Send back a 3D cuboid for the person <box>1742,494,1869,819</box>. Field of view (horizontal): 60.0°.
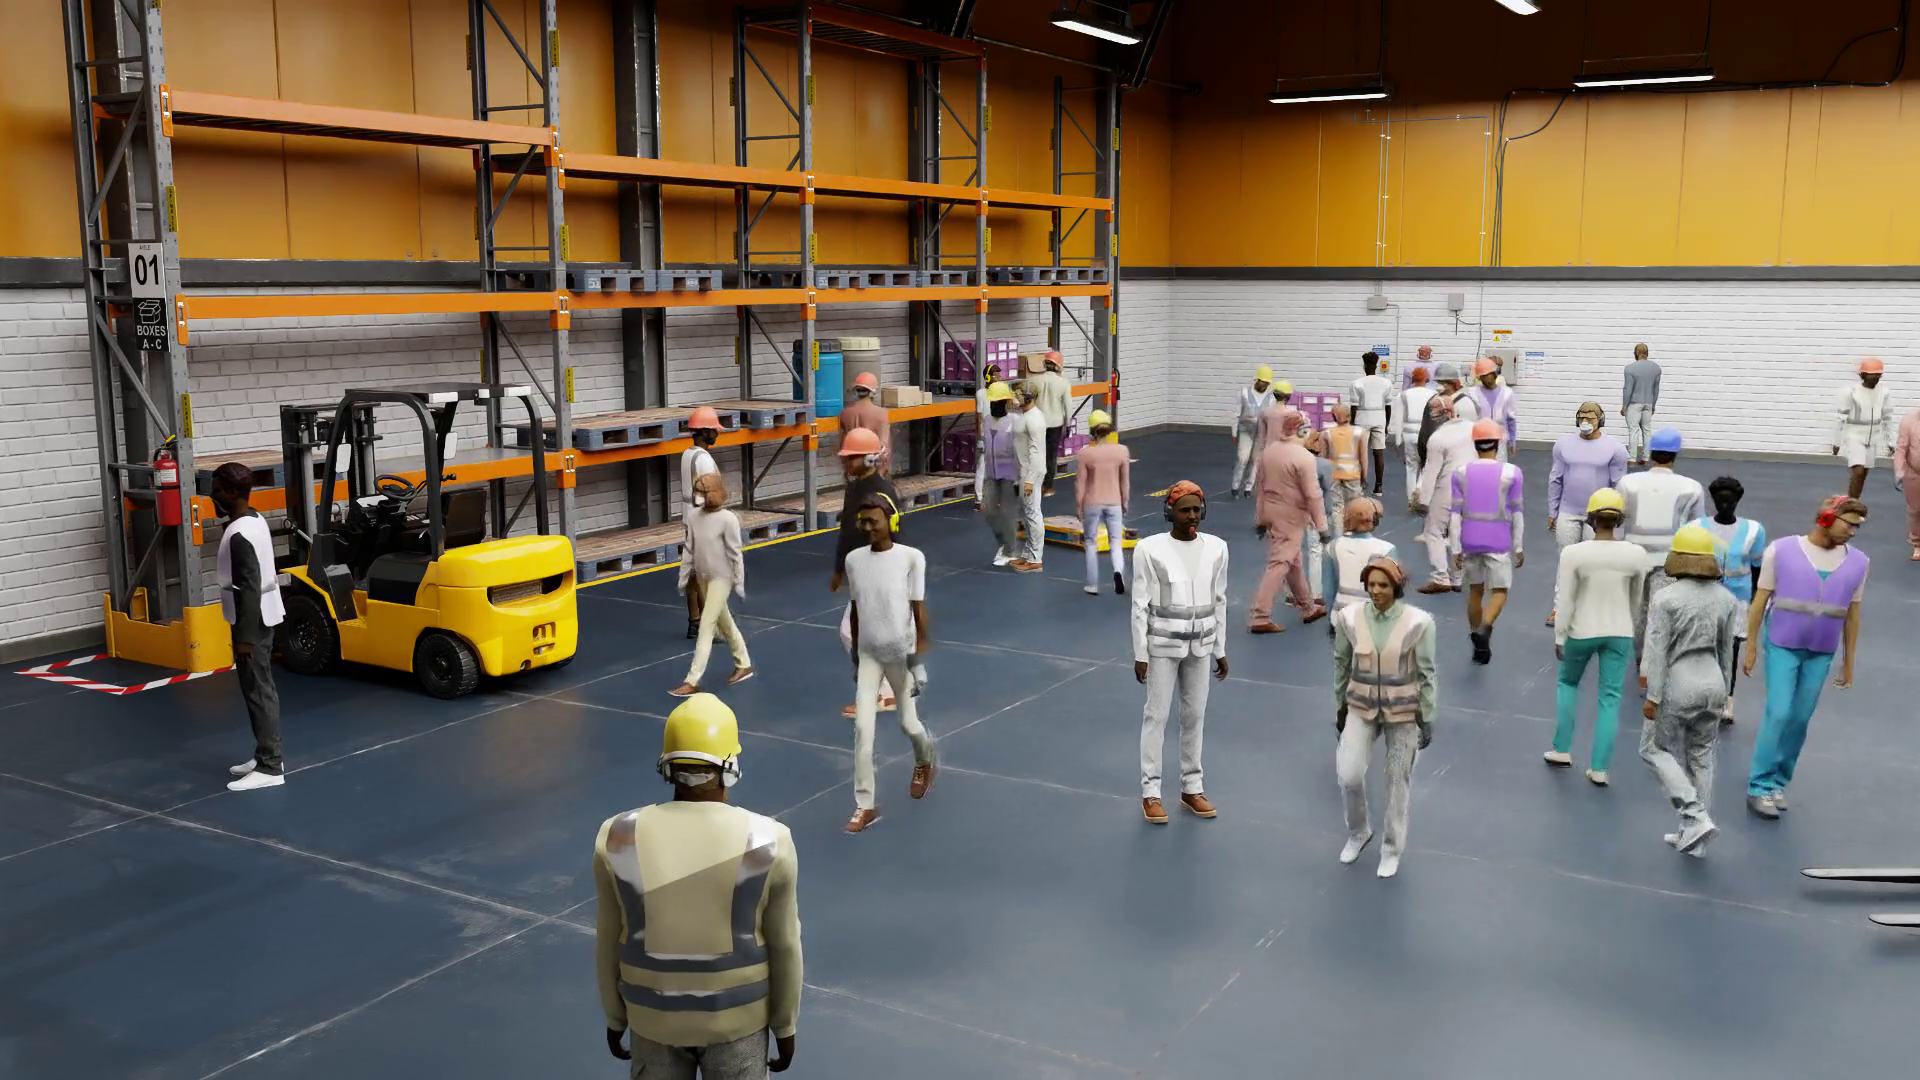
[{"bbox_3d":[4.687,0.650,9.184,0.621,1.809,0.654,1,9,4],"label":"person"}]

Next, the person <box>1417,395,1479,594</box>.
[{"bbox_3d":[4.607,-0.417,15.657,0.691,1.887,0.437,-5,10,-28],"label":"person"}]

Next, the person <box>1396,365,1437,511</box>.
[{"bbox_3d":[5.750,-1.258,20.889,0.583,1.871,0.711,4,10,26],"label":"person"}]

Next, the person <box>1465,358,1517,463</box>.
[{"bbox_3d":[6.416,-1.216,20.182,0.640,2.009,0.677,1,9,8],"label":"person"}]

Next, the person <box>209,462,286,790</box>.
[{"bbox_3d":[-4.159,0.497,9.758,0.375,1.917,0.598,-3,10,-19],"label":"person"}]

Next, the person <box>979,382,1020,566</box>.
[{"bbox_3d":[0.418,-0.671,17.069,0.605,1.905,0.433,9,12,43],"label":"person"}]

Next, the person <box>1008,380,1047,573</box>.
[{"bbox_3d":[0.688,-0.640,16.790,0.372,1.940,0.627,-1,9,-4],"label":"person"}]

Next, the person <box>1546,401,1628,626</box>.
[{"bbox_3d":[5.294,-0.209,14.100,0.630,1.940,0.373,6,11,33],"label":"person"}]

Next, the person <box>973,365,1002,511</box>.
[{"bbox_3d":[0.367,-1.294,21.128,0.334,1.860,0.510,6,11,32],"label":"person"}]

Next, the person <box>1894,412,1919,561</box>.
[{"bbox_3d":[9.954,-0.640,17.099,0.632,1.841,1.032,6,11,34],"label":"person"}]

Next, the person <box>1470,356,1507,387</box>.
[{"bbox_3d":[7.602,-1.714,23.815,0.429,1.837,0.621,-5,10,-29],"label":"person"}]

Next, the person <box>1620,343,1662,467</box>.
[{"bbox_3d":[10.573,-2.097,25.891,0.630,1.938,0.373,-2,9,-15],"label":"person"}]

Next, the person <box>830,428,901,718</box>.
[{"bbox_3d":[-0.688,0.227,11.256,0.600,1.970,0.635,-4,10,-24],"label":"person"}]

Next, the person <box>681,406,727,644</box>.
[{"bbox_3d":[-2.073,-0.122,13.553,0.356,1.939,0.546,-5,10,-28],"label":"person"}]

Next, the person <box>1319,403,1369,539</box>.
[{"bbox_3d":[4.144,-0.671,17.947,0.544,1.617,0.357,4,10,21],"label":"person"}]

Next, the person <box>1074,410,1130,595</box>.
[{"bbox_3d":[1.323,-0.331,15.411,0.543,1.749,0.573,-1,9,-8],"label":"person"}]

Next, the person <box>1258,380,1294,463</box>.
[{"bbox_3d":[3.755,-1.020,19.707,0.439,1.752,0.546,-9,13,-44],"label":"person"}]

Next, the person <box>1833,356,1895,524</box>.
[{"bbox_3d":[10.885,-1.188,19.940,0.624,2.011,0.776,-1,9,-5],"label":"person"}]

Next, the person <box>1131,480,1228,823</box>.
[{"bbox_3d":[1.215,0.611,9.158,0.575,1.882,0.355,-3,10,-19],"label":"person"}]

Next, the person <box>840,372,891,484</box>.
[{"bbox_3d":[-0.974,-0.764,17.426,0.659,1.976,0.447,5,10,28],"label":"person"}]

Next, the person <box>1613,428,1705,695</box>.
[{"bbox_3d":[5.083,0.132,12.106,0.645,1.887,1.013,5,10,28],"label":"person"}]

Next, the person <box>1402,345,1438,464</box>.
[{"bbox_3d":[7.258,-2.115,26.134,0.647,1.900,0.403,1,9,9],"label":"person"}]

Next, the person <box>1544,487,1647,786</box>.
[{"bbox_3d":[3.788,0.558,9.922,0.525,1.743,0.651,1,9,8],"label":"person"}]

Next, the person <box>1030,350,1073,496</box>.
[{"bbox_3d":[1.240,-1.595,22.657,0.631,1.964,0.722,3,10,18],"label":"person"}]

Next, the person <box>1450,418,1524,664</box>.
[{"bbox_3d":[3.993,0.031,12.707,0.568,1.913,0.701,6,11,32],"label":"person"}]

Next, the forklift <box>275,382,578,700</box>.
[{"bbox_3d":[-3.974,-0.067,12.417,2.313,2.155,1.214,5,11,30],"label":"forklift"}]

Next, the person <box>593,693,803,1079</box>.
[{"bbox_3d":[-0.743,1.344,4.781,0.591,1.825,0.403,0,9,-1],"label":"person"}]

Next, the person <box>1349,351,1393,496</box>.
[{"bbox_3d":[5.527,-1.563,22.462,0.606,1.967,0.367,-1,9,-6],"label":"person"}]

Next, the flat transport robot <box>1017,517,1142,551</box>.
[{"bbox_3d":[1.294,-0.086,18.522,0.652,0.197,1.431,-7,11,-37],"label":"flat transport robot"}]

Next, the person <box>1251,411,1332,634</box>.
[{"bbox_3d":[2.839,-0.148,13.948,0.948,1.860,0.662,-3,10,-18],"label":"person"}]

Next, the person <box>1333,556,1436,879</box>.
[{"bbox_3d":[2.102,0.884,8.263,0.531,1.627,0.369,5,10,27],"label":"person"}]

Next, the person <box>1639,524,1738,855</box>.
[{"bbox_3d":[3.755,0.786,8.541,0.505,1.724,0.467,-2,9,-14],"label":"person"}]

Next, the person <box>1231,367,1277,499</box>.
[{"bbox_3d":[3.933,-1.413,22.122,0.623,1.776,0.598,0,9,2],"label":"person"}]

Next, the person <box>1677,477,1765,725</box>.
[{"bbox_3d":[5.120,0.391,11.239,0.548,1.640,0.885,4,10,21],"label":"person"}]

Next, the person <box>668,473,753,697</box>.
[{"bbox_3d":[-1.793,0.303,11.980,0.518,1.584,0.852,8,12,41],"label":"person"}]

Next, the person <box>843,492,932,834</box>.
[{"bbox_3d":[-0.374,0.627,9.202,0.522,1.844,0.879,3,10,19],"label":"person"}]

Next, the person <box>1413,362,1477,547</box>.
[{"bbox_3d":[5.308,-0.945,18.372,0.537,2.000,0.687,-5,10,-29],"label":"person"}]

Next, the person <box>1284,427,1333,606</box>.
[{"bbox_3d":[3.126,-0.210,15.050,0.499,1.634,0.279,4,10,26],"label":"person"}]

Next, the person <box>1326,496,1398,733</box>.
[{"bbox_3d":[2.470,0.541,10.389,0.459,1.618,0.526,-8,12,-42],"label":"person"}]
